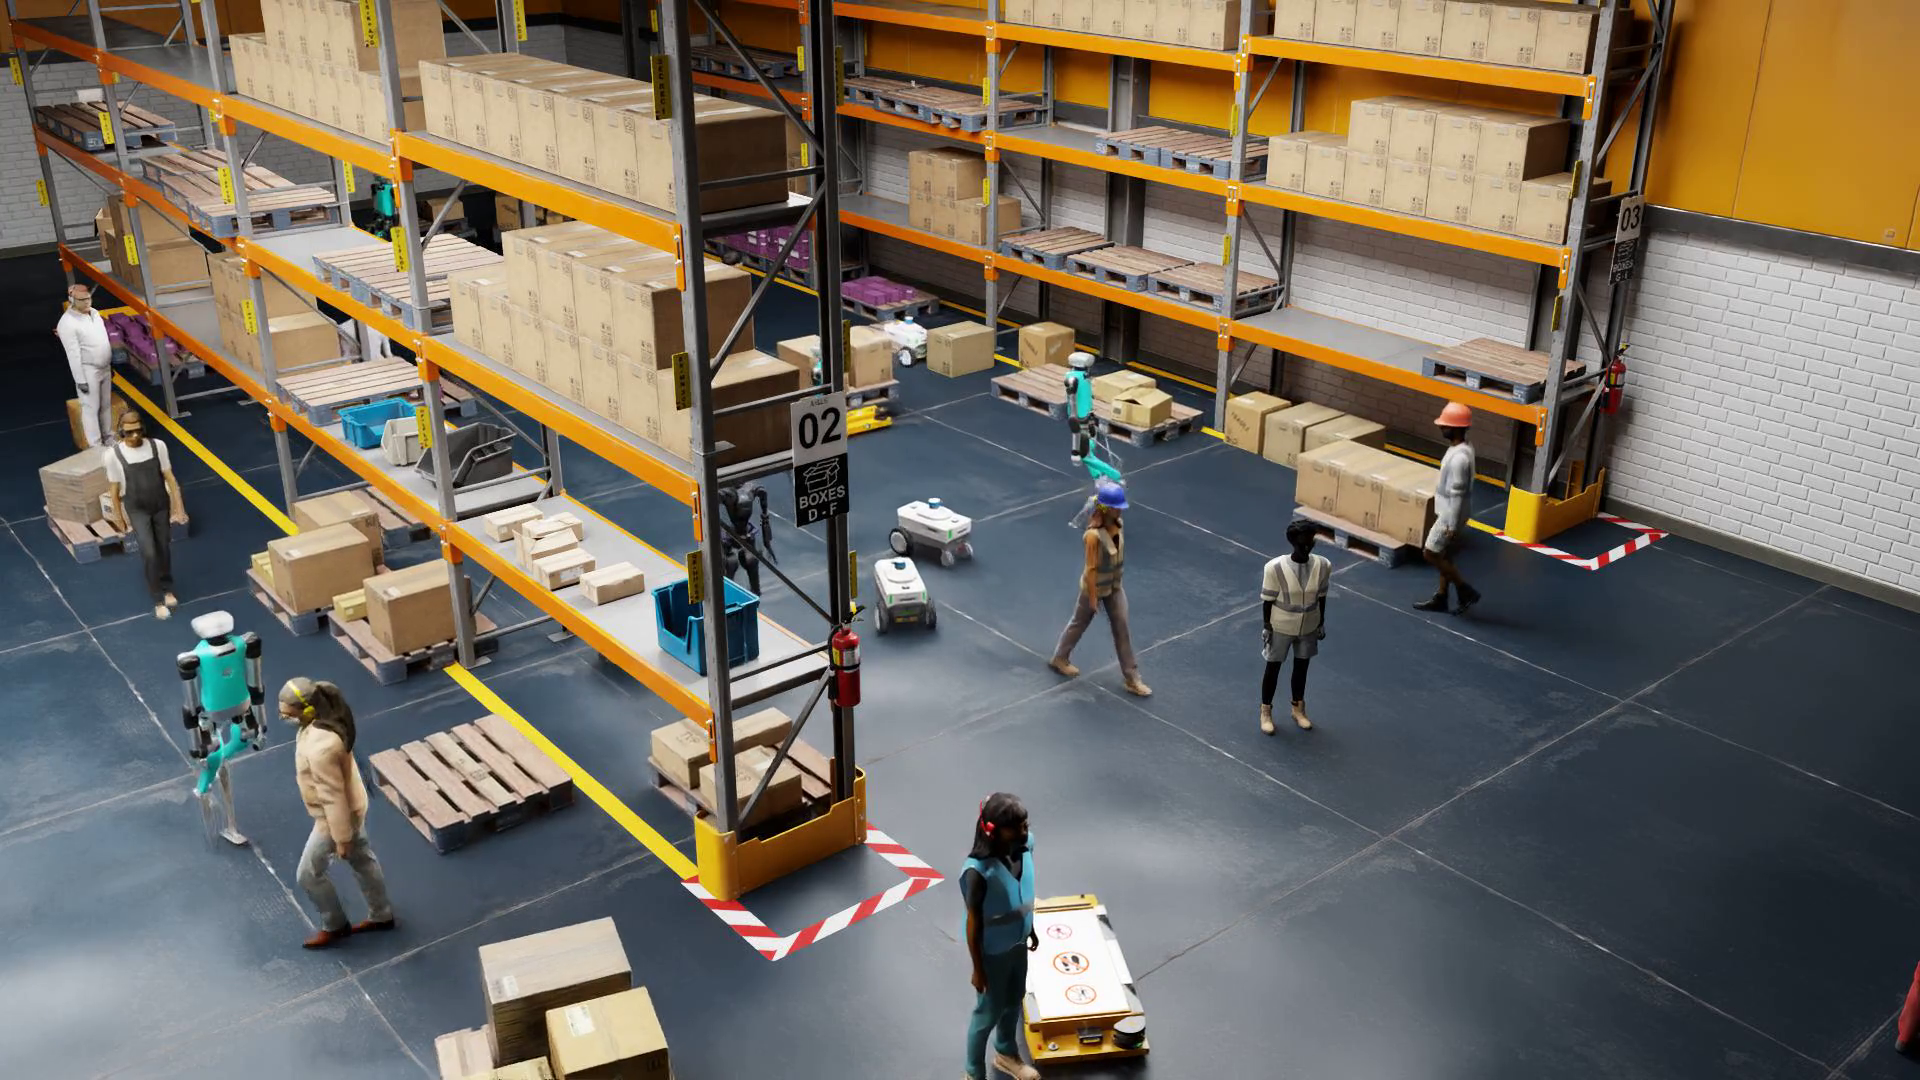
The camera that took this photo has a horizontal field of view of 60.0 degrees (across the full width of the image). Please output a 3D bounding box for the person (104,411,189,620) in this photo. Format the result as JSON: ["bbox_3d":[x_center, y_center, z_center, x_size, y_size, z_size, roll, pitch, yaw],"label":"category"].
[{"bbox_3d":[-6.877,-0.215,14.190,0.708,1.824,0.509,22,31,40],"label":"person"}]

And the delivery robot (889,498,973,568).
[{"bbox_3d":[-0.246,-0.112,15.503,0.744,0.564,0.499,19,30,37],"label":"delivery robot"}]

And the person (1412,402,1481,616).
[{"bbox_3d":[4.183,-0.242,14.114,0.484,1.924,0.549,8,25,17],"label":"person"}]

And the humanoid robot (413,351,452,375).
[{"bbox_3d":[-6.581,-2.853,20.485,0.606,1.638,0.596,17,29,34],"label":"humanoid robot"}]

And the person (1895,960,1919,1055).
[{"bbox_3d":[5.441,2.077,8.963,0.352,1.755,0.513,-19,30,-38],"label":"person"}]

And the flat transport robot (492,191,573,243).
[{"bbox_3d":[-6.864,-4.863,26.904,0.659,0.231,1.431,-4,24,-8],"label":"flat transport robot"}]

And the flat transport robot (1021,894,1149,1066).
[{"bbox_3d":[0.626,2.528,9.789,0.659,0.231,1.431,-3,24,-7],"label":"flat transport robot"}]

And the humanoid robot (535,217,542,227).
[{"bbox_3d":[-5.555,-3.430,21.877,0.794,1.623,0.592,6,24,14],"label":"humanoid robot"}]

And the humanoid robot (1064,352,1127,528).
[{"bbox_3d":[1.385,-0.887,15.865,0.840,1.780,0.602,8,25,18],"label":"humanoid robot"}]

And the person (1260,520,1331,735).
[{"bbox_3d":[2.477,0.639,12.358,0.534,1.699,0.318,-5,24,-11],"label":"person"}]

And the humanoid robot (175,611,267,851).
[{"bbox_3d":[-4.883,1.286,10.945,0.729,1.877,0.547,19,30,37],"label":"humanoid robot"}]

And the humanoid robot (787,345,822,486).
[{"bbox_3d":[-1.477,-1.062,16.306,0.732,1.826,0.548,11,26,24],"label":"humanoid robot"}]

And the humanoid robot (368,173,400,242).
[{"bbox_3d":[-8.336,-4.332,23.825,0.550,1.798,0.674,15,27,31],"label":"humanoid robot"}]

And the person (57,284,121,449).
[{"bbox_3d":[-9.229,-1.797,17.747,0.403,1.905,0.642,1,23,2],"label":"person"}]

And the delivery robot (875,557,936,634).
[{"bbox_3d":[-0.506,0.445,14.246,0.499,0.591,0.781,-5,24,-11],"label":"delivery robot"}]

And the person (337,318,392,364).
[{"bbox_3d":[-6.461,-1.872,18.137,0.571,1.724,0.740,-15,28,-31],"label":"person"}]

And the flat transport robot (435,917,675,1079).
[{"bbox_3d":[-2.127,3.064,8.548,1.431,0.231,0.659,-9,25,-21],"label":"flat transport robot"}]

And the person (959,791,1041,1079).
[{"bbox_3d":[0.204,2.125,8.727,0.392,1.859,0.509,18,29,36],"label":"person"}]

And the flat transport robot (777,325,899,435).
[{"bbox_3d":[-1.461,-1.533,19.192,0.659,0.231,1.431,-16,28,-33],"label":"flat transport robot"}]

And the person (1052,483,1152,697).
[{"bbox_3d":[1.093,0.352,12.985,0.921,1.728,0.500,20,30,39],"label":"person"}]

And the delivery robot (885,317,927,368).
[{"bbox_3d":[-0.633,-2.527,21.143,0.499,0.601,0.802,-18,29,-36],"label":"delivery robot"}]

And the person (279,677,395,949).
[{"bbox_3d":[-3.787,1.630,9.873,0.665,1.848,0.639,-7,24,-15],"label":"person"}]

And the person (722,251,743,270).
[{"bbox_3d":[-2.700,-2.537,19.651,0.419,1.754,0.558,-9,25,-20],"label":"person"}]

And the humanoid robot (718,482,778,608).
[{"bbox_3d":[-1.813,0.069,13.719,0.603,1.639,0.330,-14,27,-29],"label":"humanoid robot"}]
